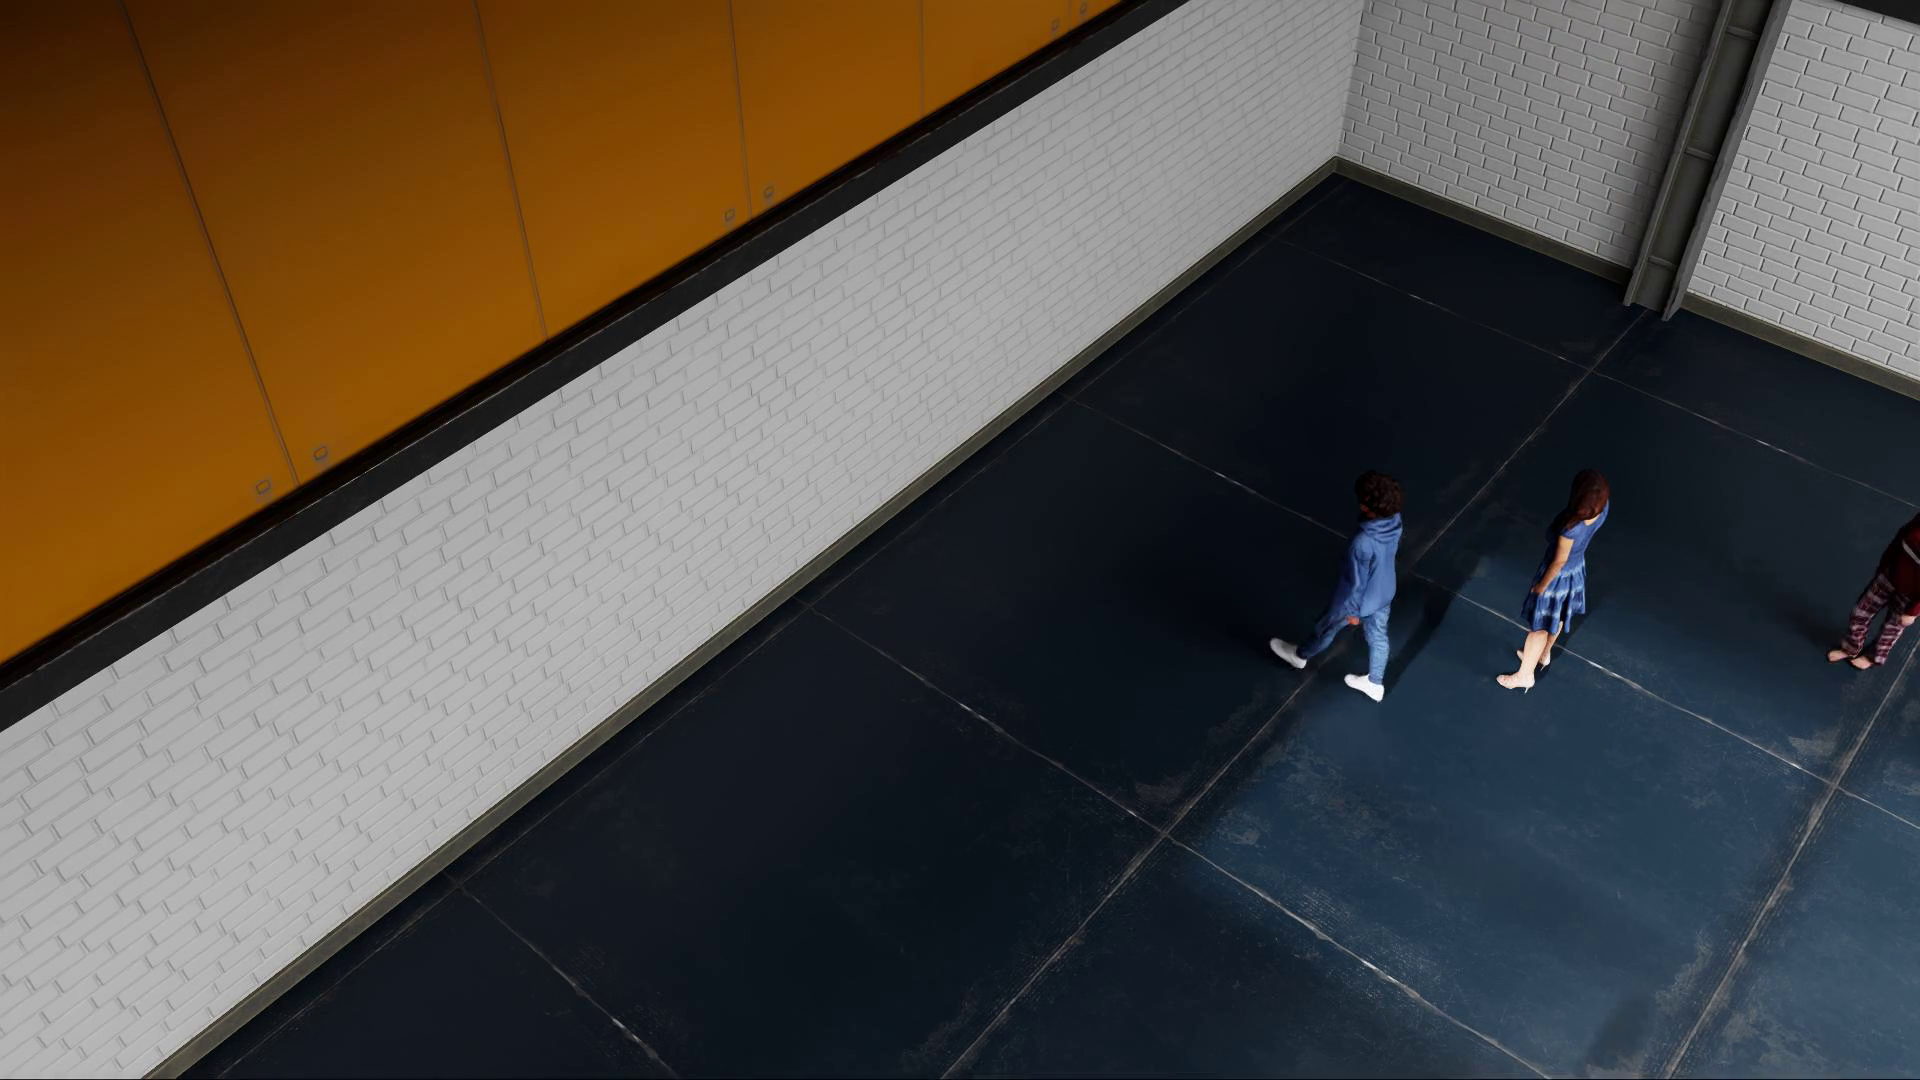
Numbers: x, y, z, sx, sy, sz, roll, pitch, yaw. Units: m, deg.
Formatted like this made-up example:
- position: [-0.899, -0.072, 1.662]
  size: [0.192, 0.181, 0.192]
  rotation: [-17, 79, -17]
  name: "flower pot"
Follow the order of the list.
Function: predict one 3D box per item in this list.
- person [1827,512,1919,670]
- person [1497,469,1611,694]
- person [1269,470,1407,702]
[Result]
- position: [6.019, 0.250, 10.537]
  size: [0.838, 1.679, 0.749]
  rotation: [-3, 44, -3]
  name: "person"
- position: [3.743, 0.251, 10.444]
  size: [0.550, 1.806, 0.661]
  rotation: [31, 52, 29]
  name: "person"
- position: [2.599, 0.342, 10.366]
  size: [0.742, 1.781, 1.040]
  rotation: [-33, 53, -30]
  name: "person"
